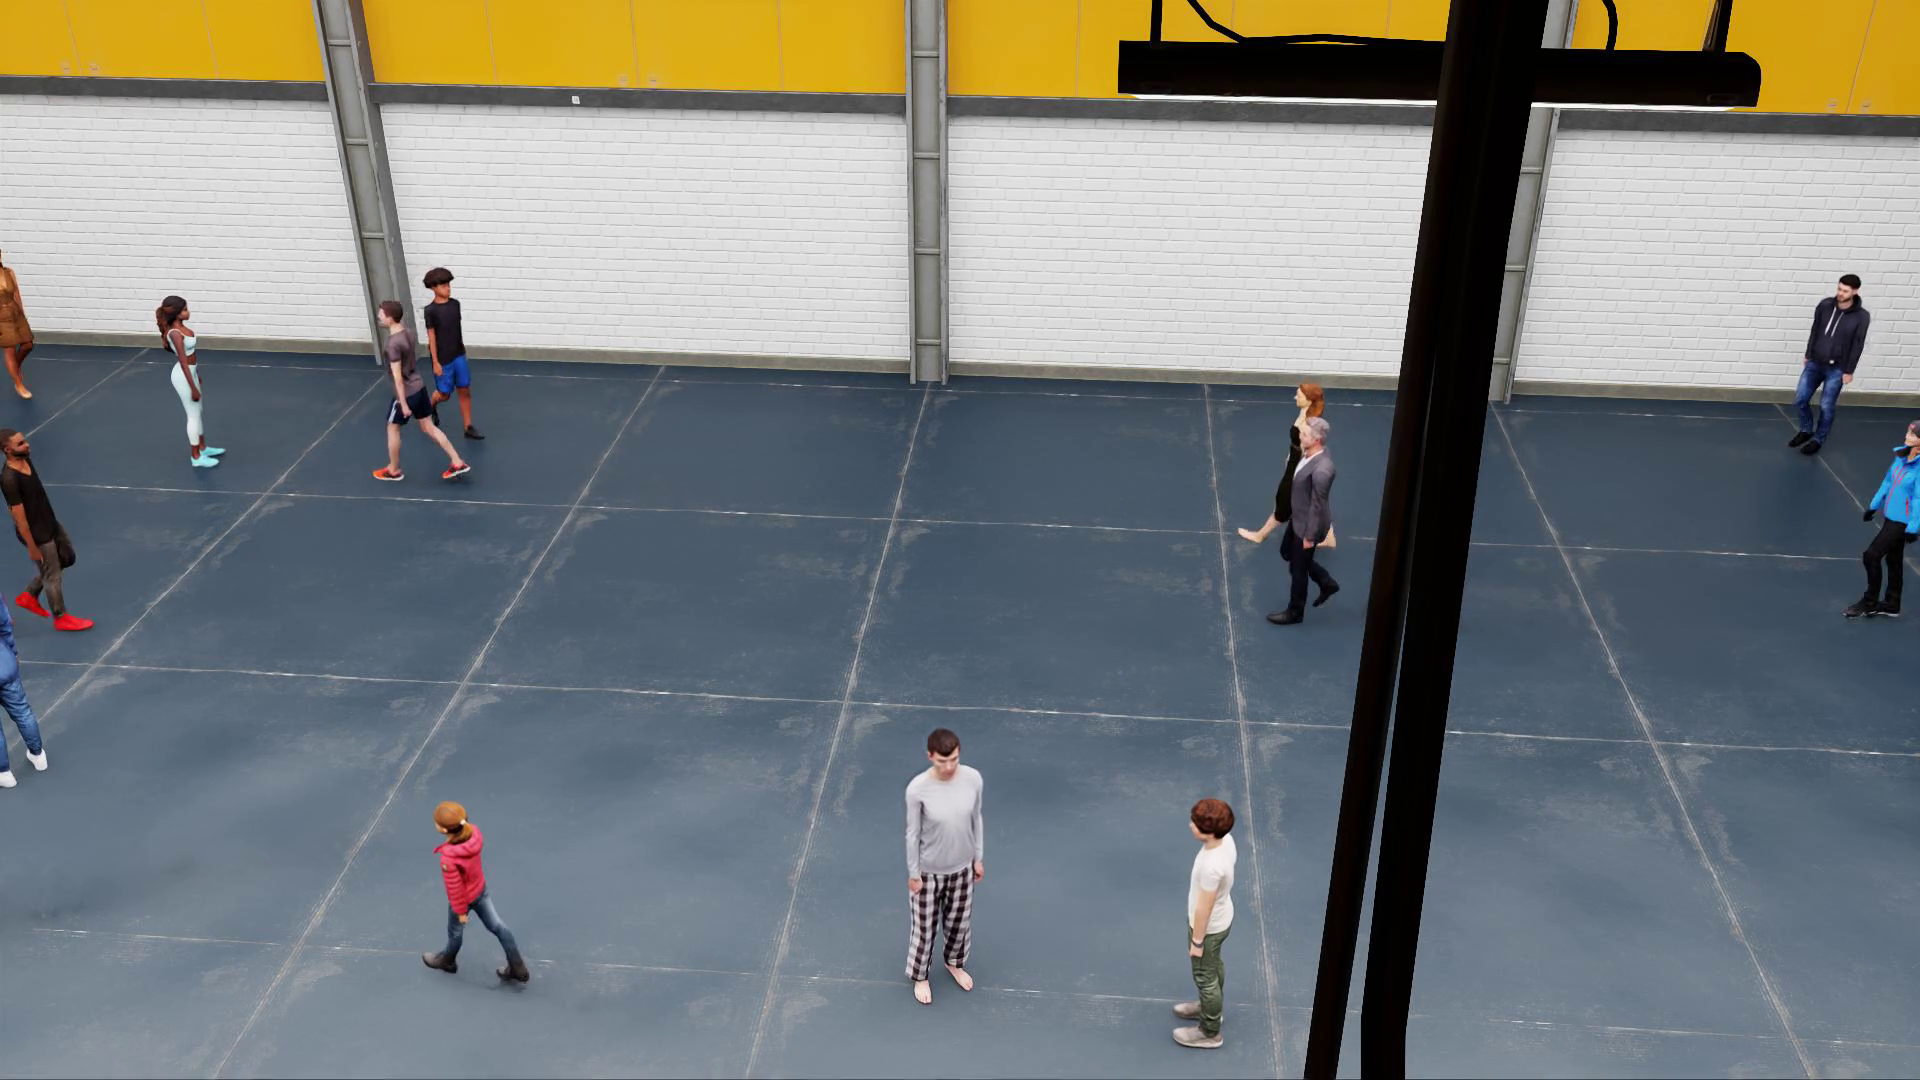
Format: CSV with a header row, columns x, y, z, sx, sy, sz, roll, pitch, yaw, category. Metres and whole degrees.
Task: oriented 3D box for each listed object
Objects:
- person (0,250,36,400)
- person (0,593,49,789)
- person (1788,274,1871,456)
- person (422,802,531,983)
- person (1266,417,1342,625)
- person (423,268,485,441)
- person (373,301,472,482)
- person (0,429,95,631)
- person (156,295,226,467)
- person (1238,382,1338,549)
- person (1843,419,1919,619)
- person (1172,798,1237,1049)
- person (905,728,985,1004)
x,y,z,sx,sy,sz,roll,pitch,yaw,category
-10.048,-2.298,17.445,0.829,1.671,0.739,16,32,27,person
-6.728,0.879,11.474,0.762,1.812,0.765,18,33,30,person
8.509,-1.725,16.181,0.863,1.876,0.816,-19,34,-30,person
-2.825,2.099,9.787,0.972,1.284,0.674,9,30,17,person
2.857,-0.146,13.339,0.848,1.824,0.764,1,29,1,person
-5.140,-1.845,16.503,1.092,1.778,0.952,21,35,33,person
-5.078,-1.359,15.574,1.174,1.814,0.692,4,29,8,person
-7.423,-0.063,13.219,0.888,1.794,0.794,-6,29,-10,person
-7.431,-1.535,15.990,0.662,1.723,0.648,-10,30,-18,person
3.070,-0.593,14.416,1.113,1.577,0.692,6,29,10,person
7.662,-0.151,13.395,0.711,1.780,0.636,5,29,8,person
1.406,2.135,9.337,0.592,1.653,0.589,8,30,14,person
-0.099,1.861,9.637,0.628,1.847,0.762,-10,30,-17,person
